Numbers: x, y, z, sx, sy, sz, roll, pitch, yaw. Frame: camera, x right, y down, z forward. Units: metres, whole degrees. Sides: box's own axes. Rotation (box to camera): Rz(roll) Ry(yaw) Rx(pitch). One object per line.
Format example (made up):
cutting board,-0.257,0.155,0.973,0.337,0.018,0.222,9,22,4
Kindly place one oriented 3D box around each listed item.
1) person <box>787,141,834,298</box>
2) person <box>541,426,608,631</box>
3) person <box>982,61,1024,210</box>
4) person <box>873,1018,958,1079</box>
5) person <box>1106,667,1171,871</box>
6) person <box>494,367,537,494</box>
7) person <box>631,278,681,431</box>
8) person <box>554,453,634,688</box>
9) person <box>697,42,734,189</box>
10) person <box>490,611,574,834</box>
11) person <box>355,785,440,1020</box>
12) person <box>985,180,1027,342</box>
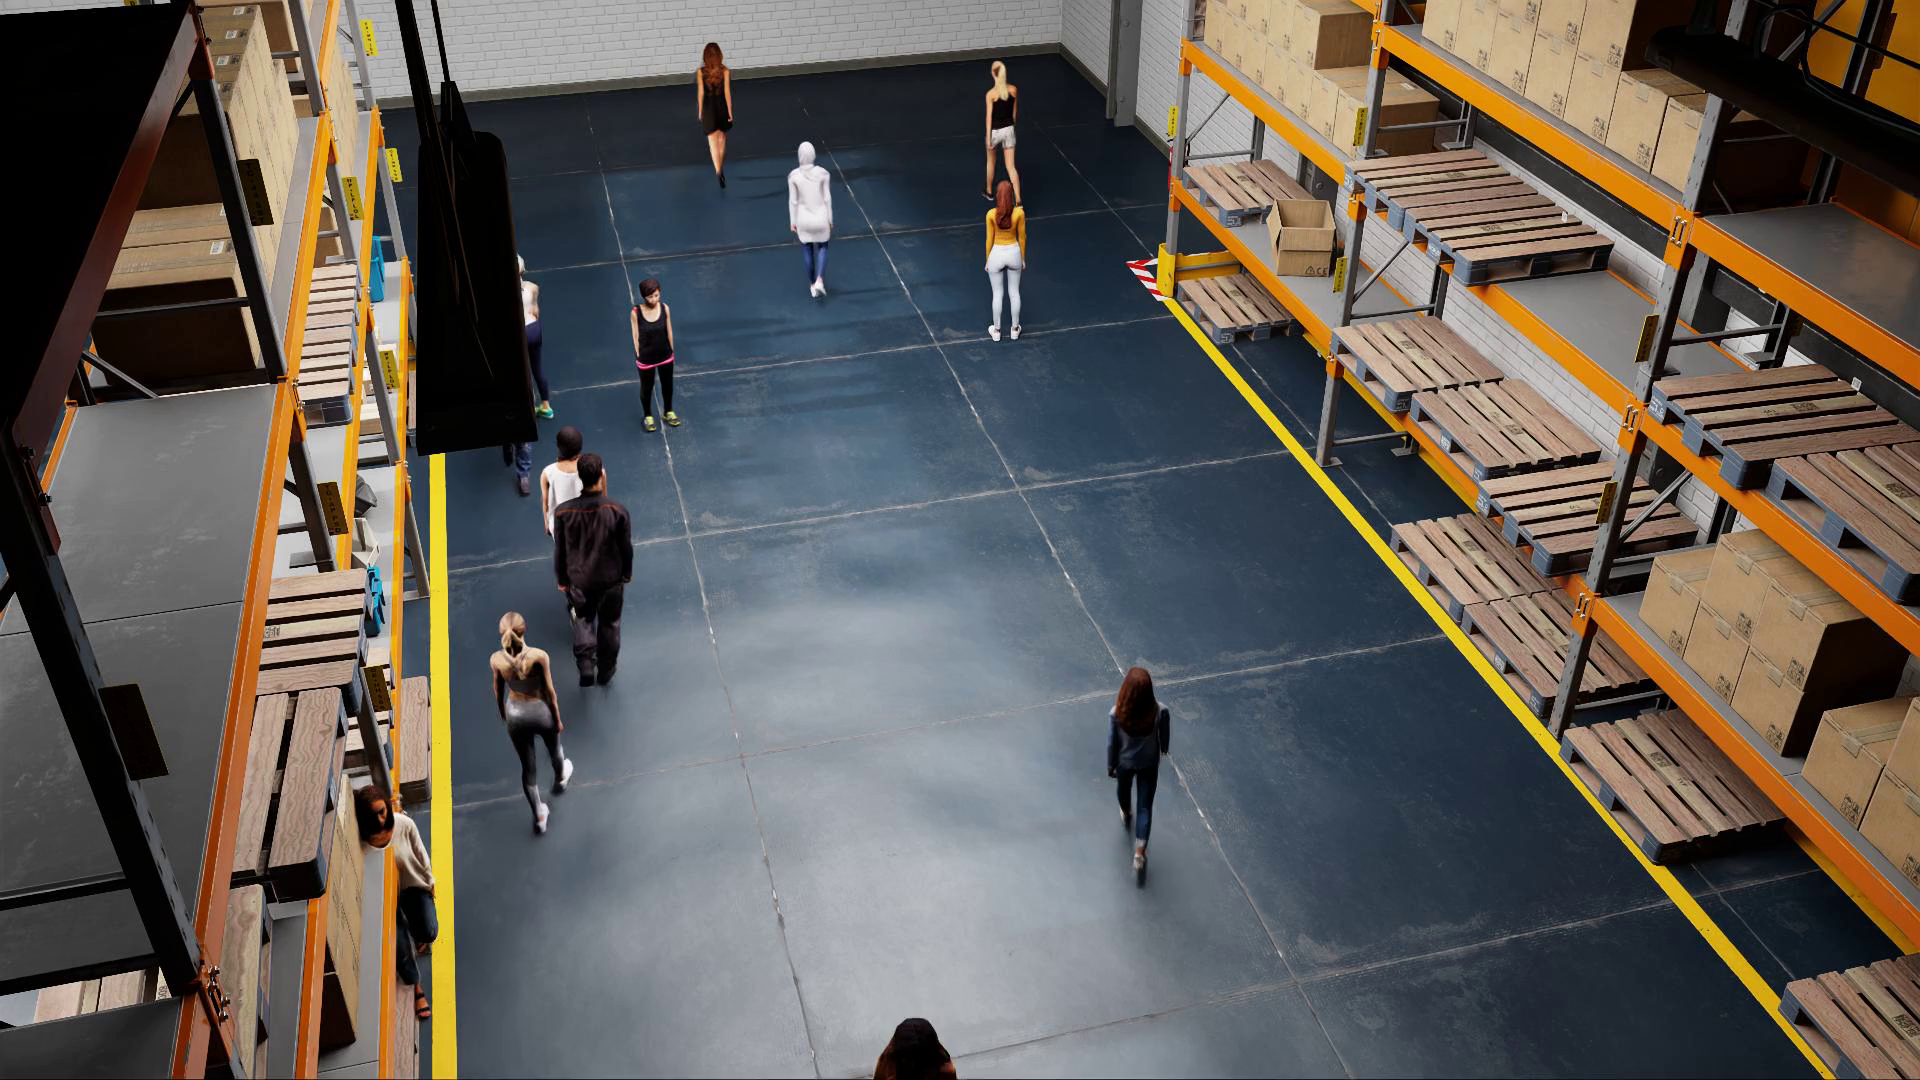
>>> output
person,-1.596,-3.410,17.977,0.719,1.769,0.855,-1,34,-2
person,-3.013,-0.082,13.064,0.735,1.665,1.020,-8,34,-12
person,0.554,-4.878,20.151,0.675,1.807,1.196,-11,35,-16
person,-0.185,2.952,8.480,1.083,1.687,1.304,8,34,12
person,1.167,1.497,10.880,0.789,1.454,1.066,3,34,4
person,-4.039,-1.332,14.789,0.659,1.838,0.848,-8,35,-12
person,-2.891,-1.772,15.714,0.566,1.546,0.560,-15,37,-22
person,-2.689,0.304,12.251,0.830,1.923,0.918,-5,34,-7
person,-3.040,-5.228,20.685,0.646,1.800,1.128,-5,34,-8
person,-2.866,1.246,11.050,0.681,1.683,0.926,-2,34,-3
person,-3.356,2.055,9.844,0.725,1.671,0.883,-16,37,-23
person,0.472,-2.892,17.215,0.618,1.750,0.617,-3,34,-4
